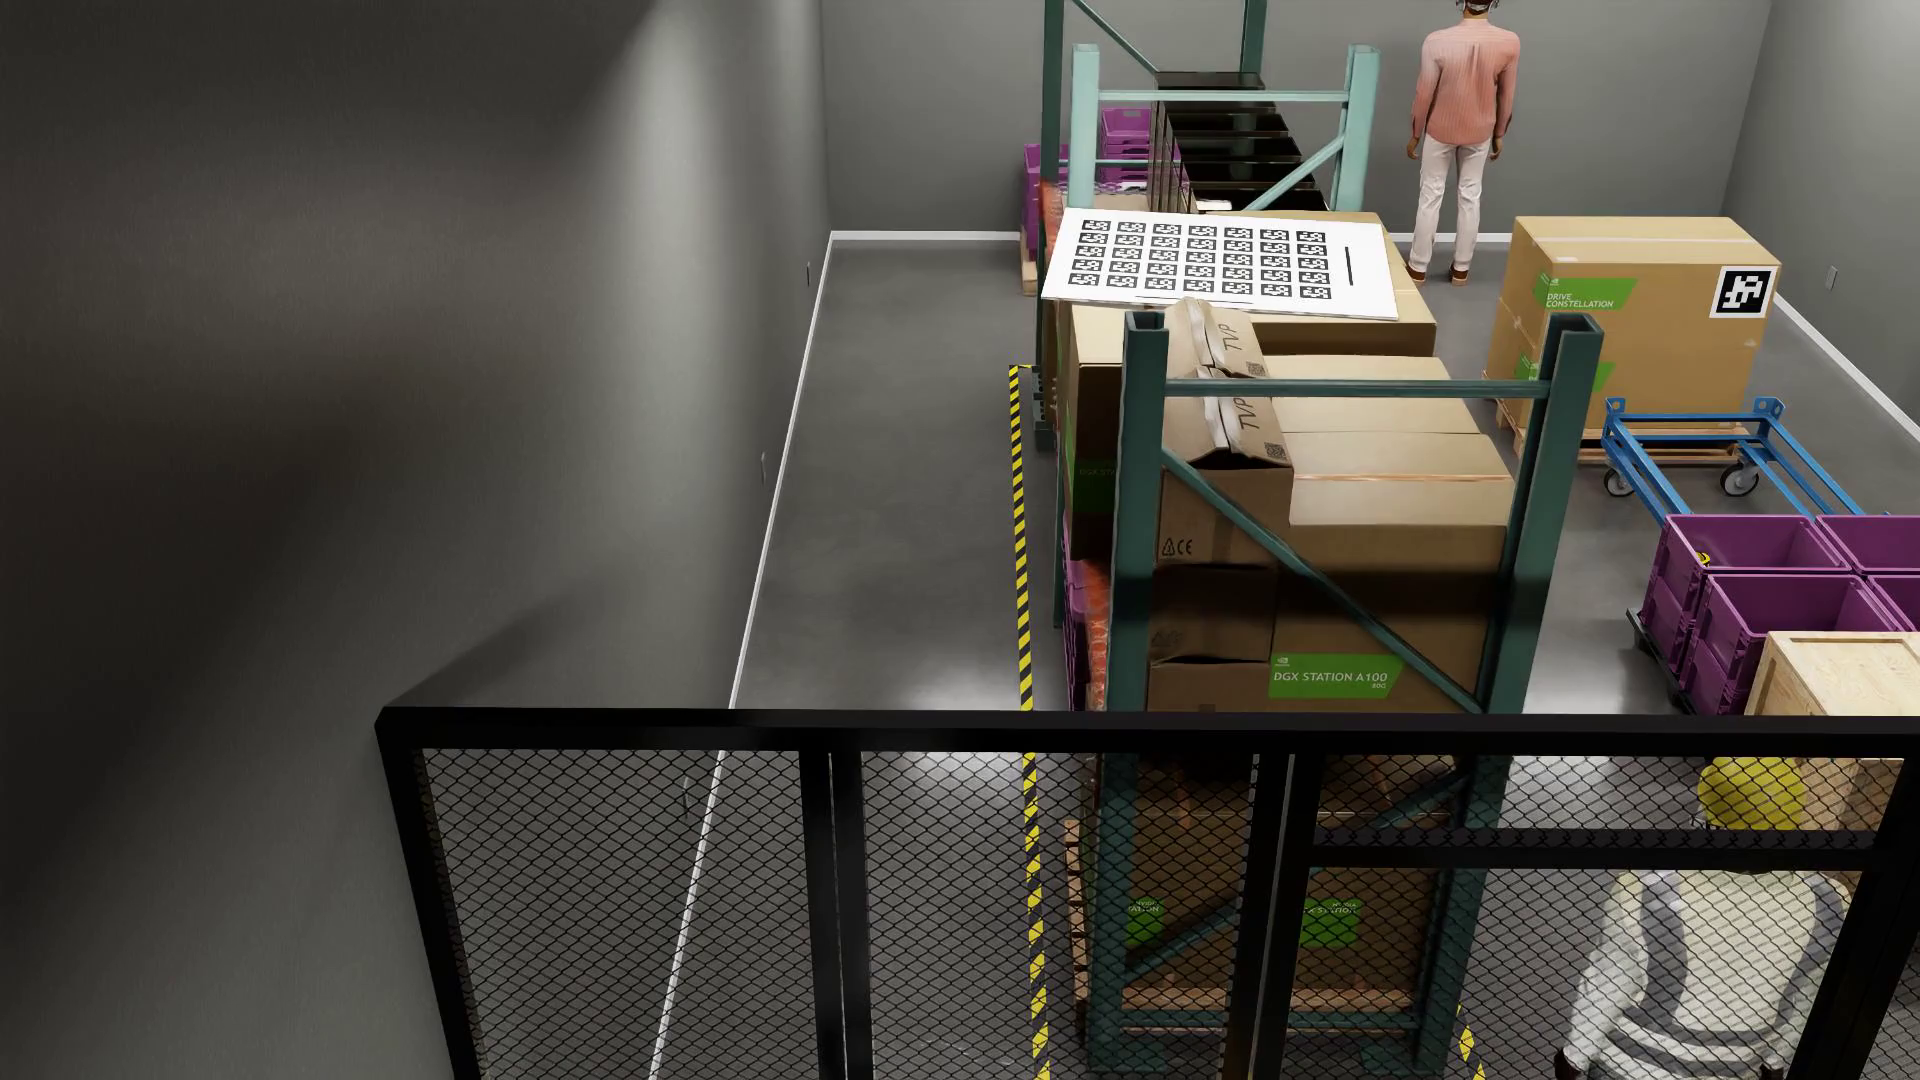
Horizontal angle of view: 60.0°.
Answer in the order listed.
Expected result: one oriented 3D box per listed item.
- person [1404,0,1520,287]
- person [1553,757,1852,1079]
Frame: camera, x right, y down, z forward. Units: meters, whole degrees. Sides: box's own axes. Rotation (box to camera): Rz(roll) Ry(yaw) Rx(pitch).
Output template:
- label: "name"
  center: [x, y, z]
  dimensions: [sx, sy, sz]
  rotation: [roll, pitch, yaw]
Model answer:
- label: "person"
  center: [3.118, -2.563, 10.418]
  dimensions: [0.622, 1.994, 0.381]
  rotation: [0, 31, 0]
- label: "person"
  center: [1.820, 1.262, 4.220]
  dimensions: [0.600, 1.832, 0.404]
  rotation: [0, 31, 0]
